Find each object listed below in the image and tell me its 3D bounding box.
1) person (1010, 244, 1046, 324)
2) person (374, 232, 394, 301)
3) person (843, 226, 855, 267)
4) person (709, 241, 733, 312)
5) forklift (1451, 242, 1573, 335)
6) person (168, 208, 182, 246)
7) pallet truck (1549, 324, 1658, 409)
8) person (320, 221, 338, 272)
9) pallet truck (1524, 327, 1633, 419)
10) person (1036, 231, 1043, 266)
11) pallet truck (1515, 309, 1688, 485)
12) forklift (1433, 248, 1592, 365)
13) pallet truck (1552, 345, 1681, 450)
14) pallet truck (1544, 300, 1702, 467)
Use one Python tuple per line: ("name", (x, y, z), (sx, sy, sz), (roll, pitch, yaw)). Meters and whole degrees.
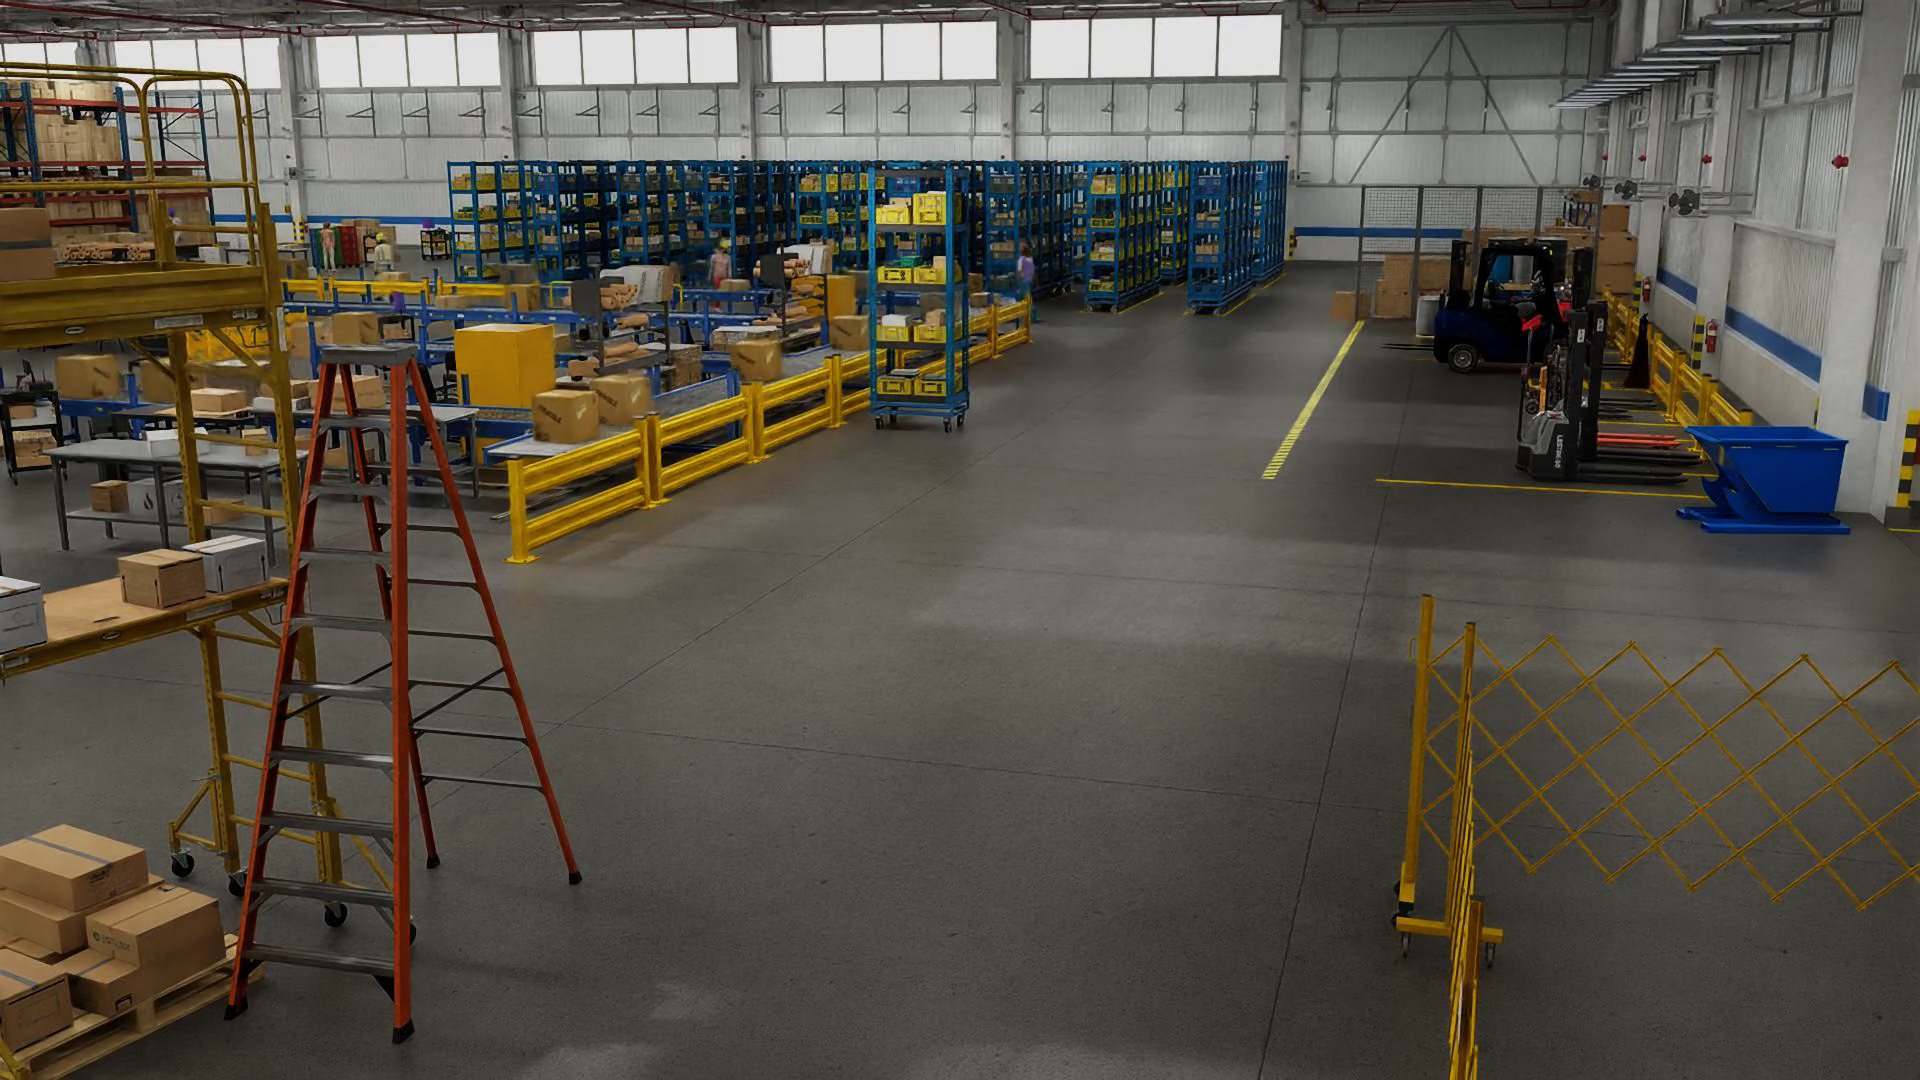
("person", (1.511, -5.810, 37.743), (0.969, 1.798, 0.584), (6, 14, 26))
("person", (-14.968, -7.094, 43.275), (0.834, 1.803, 0.599), (4, 14, 18))
("person", (-3.353, -8.711, 49.723), (0.380, 2.045, 0.605), (3, 13, 13))
("person", (-5.799, -6.355, 40.231), (0.540, 1.725, 0.590), (-11, 17, -40))
("forklift", (10.464, -4.597, 31.405), (2.680, 1.987, 1.157), (4, 14, 16))
("person", (-28.046, -10.896, 59.422), (0.620, 1.925, 0.660), (4, 14, 18))
("pallet truck", (9.824, -2.669, 25.407), (1.601, 1.201, 0.680), (4, 14, 16))
("person", (-20.696, -9.611, 54.491), (0.513, 1.642, 0.313), (4, 14, 15))
("pallet truck", (9.065, -2.460, 24.370), (1.522, 1.261, 0.704), (3, 13, 14))
("person", (2.236, -8.265, 47.914), (0.392, 1.991, 0.612), (-2, 13, -8))
("pallet truck", (7.554, -1.677, 19.446), (1.885, 1.965, 0.823), (3, 13, 14))
("forklift", (9.780, -4.111, 29.280), (2.680, 1.987, 1.157), (3, 13, 14))
("pallet truck", (8.641, -1.896, 21.908), (1.630, 1.274, 0.653), (4, 14, 16))
("pallet truck", (8.263, -1.952, 20.631), (1.885, 1.965, 0.823), (5, 14, 20))
